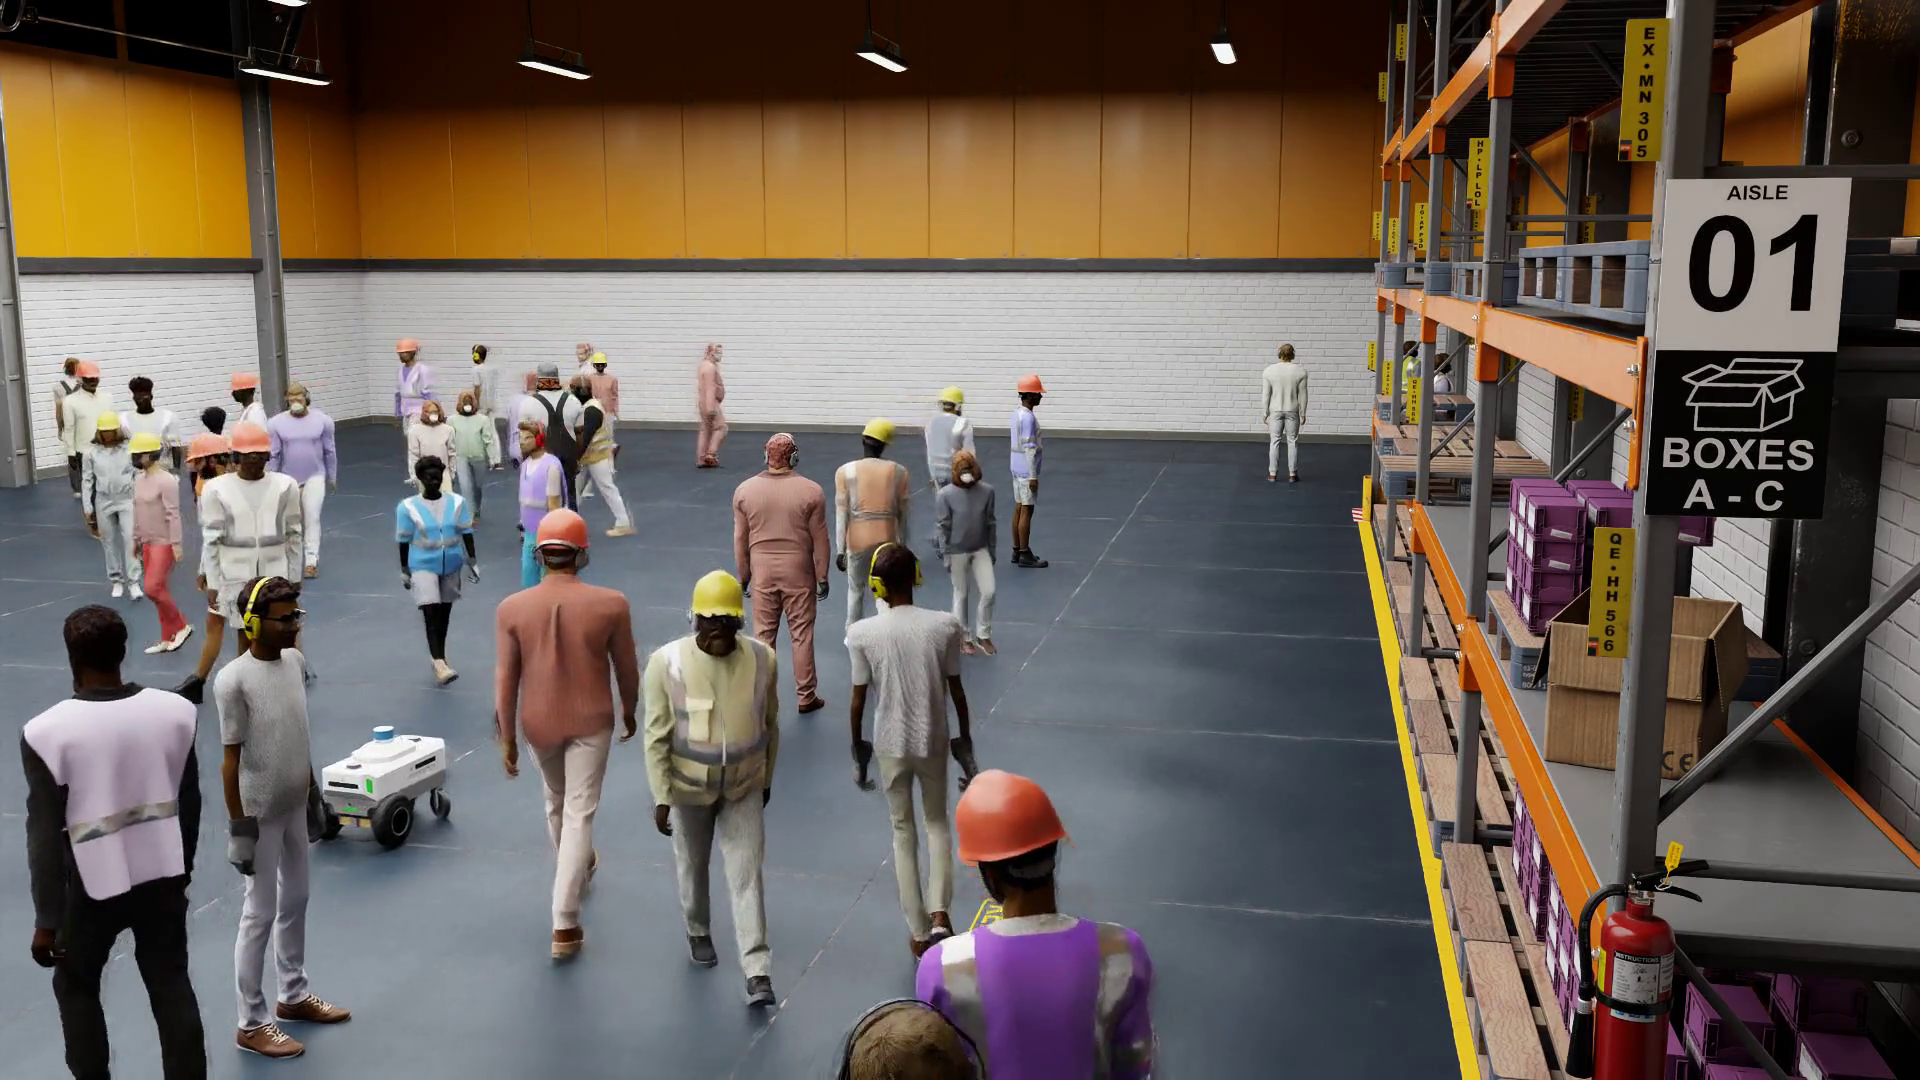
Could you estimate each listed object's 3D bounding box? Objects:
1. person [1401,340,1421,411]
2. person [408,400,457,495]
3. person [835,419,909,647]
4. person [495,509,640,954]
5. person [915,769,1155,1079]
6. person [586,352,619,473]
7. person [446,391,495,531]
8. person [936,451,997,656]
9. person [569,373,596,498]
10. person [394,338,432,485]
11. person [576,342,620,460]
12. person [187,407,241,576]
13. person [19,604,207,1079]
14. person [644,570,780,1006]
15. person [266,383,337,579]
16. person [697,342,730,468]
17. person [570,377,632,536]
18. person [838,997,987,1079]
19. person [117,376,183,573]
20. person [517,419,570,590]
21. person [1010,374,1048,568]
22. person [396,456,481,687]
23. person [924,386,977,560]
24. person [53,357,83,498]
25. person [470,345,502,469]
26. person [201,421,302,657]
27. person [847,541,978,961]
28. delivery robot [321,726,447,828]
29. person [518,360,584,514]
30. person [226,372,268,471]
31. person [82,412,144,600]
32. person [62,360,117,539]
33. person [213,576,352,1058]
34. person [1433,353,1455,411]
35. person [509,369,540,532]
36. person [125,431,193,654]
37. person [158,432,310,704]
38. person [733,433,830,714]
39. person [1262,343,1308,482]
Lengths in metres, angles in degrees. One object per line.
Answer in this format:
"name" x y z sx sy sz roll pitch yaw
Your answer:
"person" 7.040 -2.215 26.172 0.430 1.841 0.624 -6 11 -31
"person" -5.550 -0.668 17.558 0.512 1.602 0.760 -4 10 -24
"person" -0.669 0.007 12.737 0.606 1.861 1.006 -3 10 -17
"person" -1.779 0.825 7.580 0.598 1.938 1.086 0 9 2
"person" 0.183 1.479 3.721 0.560 1.900 0.745 -1 9 -4
"person" -5.198 -1.837 24.108 0.523 1.769 0.314 -4 10 -22
"person" -5.634 -0.934 19.165 0.529 1.596 0.815 -3 10 -16
"person" 0.075 0.118 12.780 0.514 1.608 0.487 -4 10 -23
"person" -4.922 -1.324 21.417 0.526 1.626 0.495 1 10 8
"person" -7.538 -1.753 22.821 0.631 2.023 0.431 6 11 32
"person" -5.461 -2.017 24.852 0.574 1.879 0.682 -2 10 -14
"person" -7.146 -0.457 16.093 0.544 1.661 0.795 -2 10 -12
"person" -2.906 1.160 5.687 0.763 1.883 0.669 7 12 35
"person" -1.009 1.009 6.905 0.589 1.782 0.942 -3 10 -18
"person" -6.459 -0.610 16.371 0.635 1.900 0.986 -3 10 -15
"person" -3.678 -1.975 24.606 0.527 1.875 0.768 -3 10 -16
"person" -4.137 -0.908 18.461 0.990 1.786 0.625 -5 10 -26
"person" -0.094 1.681 2.565 0.664 1.891 0.657 7 12 35
"person" -7.975 -0.641 16.400 0.606 1.937 0.601 -5 10 -25
"person" -3.257 -0.055 13.194 0.712 1.829 0.582 -8 12 -41
"person" 0.688 -0.693 16.700 0.356 1.939 0.543 -2 10 -12
"person" -3.760 0.219 12.054 0.538 1.651 0.858 -8 12 -38
"person" -0.128 -0.654 16.869 0.595 1.809 0.617 7 12 35
"person" -11.449 -1.452 21.583 0.517 1.845 0.388 -3 10 -17
"person" -7.145 -1.963 24.641 0.816 1.836 0.575 4 10 22
"person" -4.604 0.233 10.873 0.632 2.026 0.487 -6 11 -30
"person" -0.208 0.921 7.244 0.561 1.845 0.399 -1 10 -8
"delivery robot" -3.080 1.241 8.920 0.477 0.478 0.707 3 10 17
"person" -4.310 -0.871 17.460 0.684 2.000 0.538 -6 11 -32
"person" -7.380 -0.829 17.588 0.736 1.918 0.547 -6 11 -32
"person" -7.596 -0.291 14.956 0.518 1.707 0.828 -5 11 -26
"person" -9.609 -1.003 18.415 0.519 1.981 0.639 6 11 32
"person" -2.640 1.053 6.421 0.314 1.860 0.508 2 10 12
"person" 6.476 -1.603 22.470 0.429 1.844 0.627 -1 9 -5
"person" -4.652 -0.921 18.218 0.458 1.886 0.672 -9 13 -42
"person" -6.250 0.032 12.886 0.542 1.750 0.374 7 12 36
"person" -5.097 0.183 11.629 1.022 1.877 0.559 -7 12 -35
"person" -1.190 0.227 11.246 0.651 1.906 0.409 1 9 6
"person" 4.522 -1.768 23.172 0.629 1.940 0.372 2 10 11
